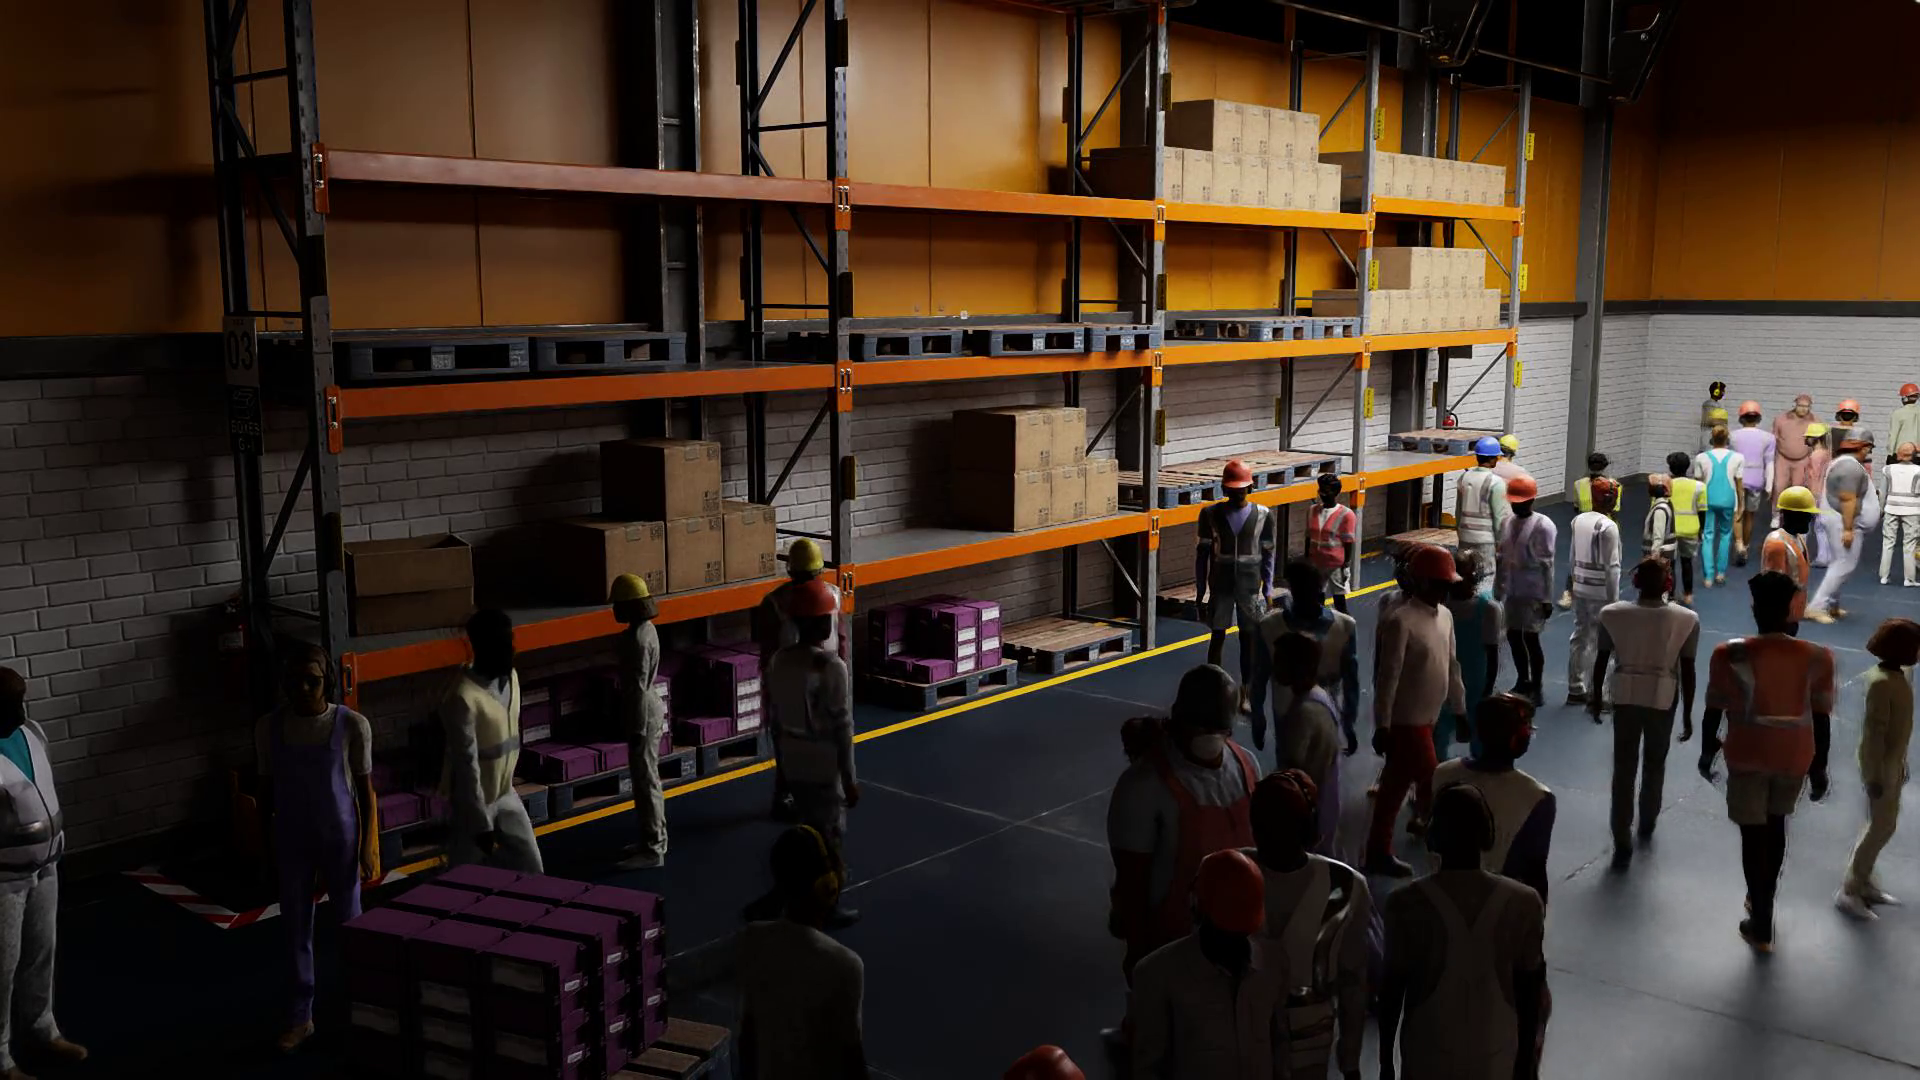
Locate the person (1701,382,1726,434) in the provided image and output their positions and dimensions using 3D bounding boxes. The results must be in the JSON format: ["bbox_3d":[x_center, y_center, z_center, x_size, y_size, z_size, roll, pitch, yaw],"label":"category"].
[{"bbox_3d":[11.881,-1.570,26.272,0.328,1.865,0.521,0,9,0],"label":"person"}]

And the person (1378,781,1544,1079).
[{"bbox_3d":[1.603,1.683,5.384,0.505,1.838,0.351,1,9,5],"label":"person"}]

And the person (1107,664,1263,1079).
[{"bbox_3d":[0.913,1.450,6.228,0.687,2.000,0.535,-6,11,-33],"label":"person"}]

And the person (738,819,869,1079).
[{"bbox_3d":[-0.482,1.746,4.925,0.701,1.855,0.517,-8,12,-42],"label":"person"}]

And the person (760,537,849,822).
[{"bbox_3d":[-0.977,0.877,10.630,0.597,1.820,0.404,-7,11,-39],"label":"person"}]

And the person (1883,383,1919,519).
[{"bbox_3d":[13.539,-1.247,23.802,0.619,1.986,0.406,-1,9,-8],"label":"person"}]

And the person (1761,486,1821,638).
[{"bbox_3d":[6.146,0.552,12.382,0.374,1.925,0.595,7,11,38],"label":"person"}]

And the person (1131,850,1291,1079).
[{"bbox_3d":[0.786,1.778,5.065,0.563,1.742,0.339,-4,10,-24],"label":"person"}]

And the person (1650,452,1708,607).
[{"bbox_3d":[7.477,-0.100,17.390,0.551,1.670,0.716,2,9,12],"label":"person"}]

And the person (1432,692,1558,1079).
[{"bbox_3d":[2.184,1.493,6.630,0.736,1.819,0.606,-6,11,-33],"label":"person"}]

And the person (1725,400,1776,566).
[{"bbox_3d":[9.549,-0.693,20.206,0.607,2.006,0.957,3,9,17],"label":"person"}]

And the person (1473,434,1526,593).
[{"bbox_3d":[5.964,-0.290,18.375,0.533,1.754,0.356,5,10,29],"label":"person"}]

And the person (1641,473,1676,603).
[{"bbox_3d":[6.591,0.179,15.714,0.310,1.640,0.518,4,10,26],"label":"person"}]

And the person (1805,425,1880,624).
[{"bbox_3d":[8.912,-0.178,16.726,0.582,2.000,0.709,3,9,19],"label":"person"}]

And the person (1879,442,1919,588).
[{"bbox_3d":[10.608,-0.285,18.713,0.313,1.636,0.517,-8,12,-42],"label":"person"}]

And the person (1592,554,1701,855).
[{"bbox_3d":[4.117,0.981,10.034,0.582,1.804,0.953,4,10,24],"label":"person"}]

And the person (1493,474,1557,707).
[{"bbox_3d":[4.492,0.412,13.365,0.441,1.909,0.583,-4,10,-26],"label":"person"}]

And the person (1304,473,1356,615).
[{"bbox_3d":[3.370,0.224,15.256,0.319,1.690,0.530,-8,12,-41],"label":"person"}]

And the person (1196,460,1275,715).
[{"bbox_3d":[2.170,0.377,13.142,0.615,2.039,0.391,1,9,8],"label":"person"}]

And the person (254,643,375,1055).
[{"bbox_3d":[-2.860,1.366,7.395,0.507,1.846,0.343,-1,9,-8],"label":"person"}]

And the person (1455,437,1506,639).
[{"bbox_3d":[5.021,-0.023,16.018,0.398,1.949,0.604,-4,10,-23],"label":"person"}]

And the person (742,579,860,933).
[{"bbox_3d":[-0.811,1.162,8.506,0.746,1.915,0.558,-8,12,-42],"label":"person"}]

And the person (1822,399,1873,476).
[{"bbox_3d":[10.613,-0.684,20.035,0.611,2.032,0.411,4,10,26],"label":"person"}]

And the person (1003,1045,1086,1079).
[{"bbox_3d":[0.177,1.979,3.732,0.561,1.752,0.327,3,9,17],"label":"person"}]

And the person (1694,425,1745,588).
[{"bbox_3d":[8.547,-0.389,18.803,0.536,1.812,0.773,4,10,22],"label":"person"}]

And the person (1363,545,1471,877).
[{"bbox_3d":[2.696,1.009,9.336,0.962,1.951,0.652,8,12,40],"label":"person"}]

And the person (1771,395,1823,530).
[{"bbox_3d":[11.496,-1.055,22.915,0.660,1.870,0.793,4,10,23],"label":"person"}]

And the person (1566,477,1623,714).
[{"bbox_3d":[5.079,0.434,13.273,0.356,1.887,0.572,-2,9,-12],"label":"person"}]

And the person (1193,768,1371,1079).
[{"bbox_3d":[1.026,1.653,5.425,0.575,1.883,0.362,2,9,15],"label":"person"}]

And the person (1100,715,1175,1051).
[{"bbox_3d":[0.754,1.521,7.131,0.694,1.605,0.532,7,11,38],"label":"person"}]

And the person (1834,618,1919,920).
[{"bbox_3d":[5.014,1.227,9.069,0.302,1.619,0.551,7,11,39],"label":"person"}]

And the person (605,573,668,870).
[{"bbox_3d":[-1.900,1.054,9.779,0.324,1.732,0.493,-1,9,-8],"label":"person"}]

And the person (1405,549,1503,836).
[{"bbox_3d":[3.085,0.941,10.314,0.509,1.784,0.965,6,11,34],"label":"person"}]

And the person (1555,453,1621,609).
[{"bbox_3d":[6.556,-0.073,17.277,0.535,1.655,0.792,8,12,43],"label":"person"}]

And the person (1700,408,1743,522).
[{"bbox_3d":[10.400,-0.974,22.986,0.949,1.675,0.496,-3,9,-16],"label":"person"}]

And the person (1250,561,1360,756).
[{"bbox_3d":[1.963,1.046,9.388,0.582,1.858,0.990,-1,9,-5],"label":"person"}]

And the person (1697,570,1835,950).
[{"bbox_3d":[4.186,1.114,8.742,0.607,1.931,0.809,1,9,4],"label":"person"}]

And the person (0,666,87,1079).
[{"bbox_3d":[-4.041,1.426,7.061,0.430,1.833,0.643,1,9,5],"label":"person"}]
